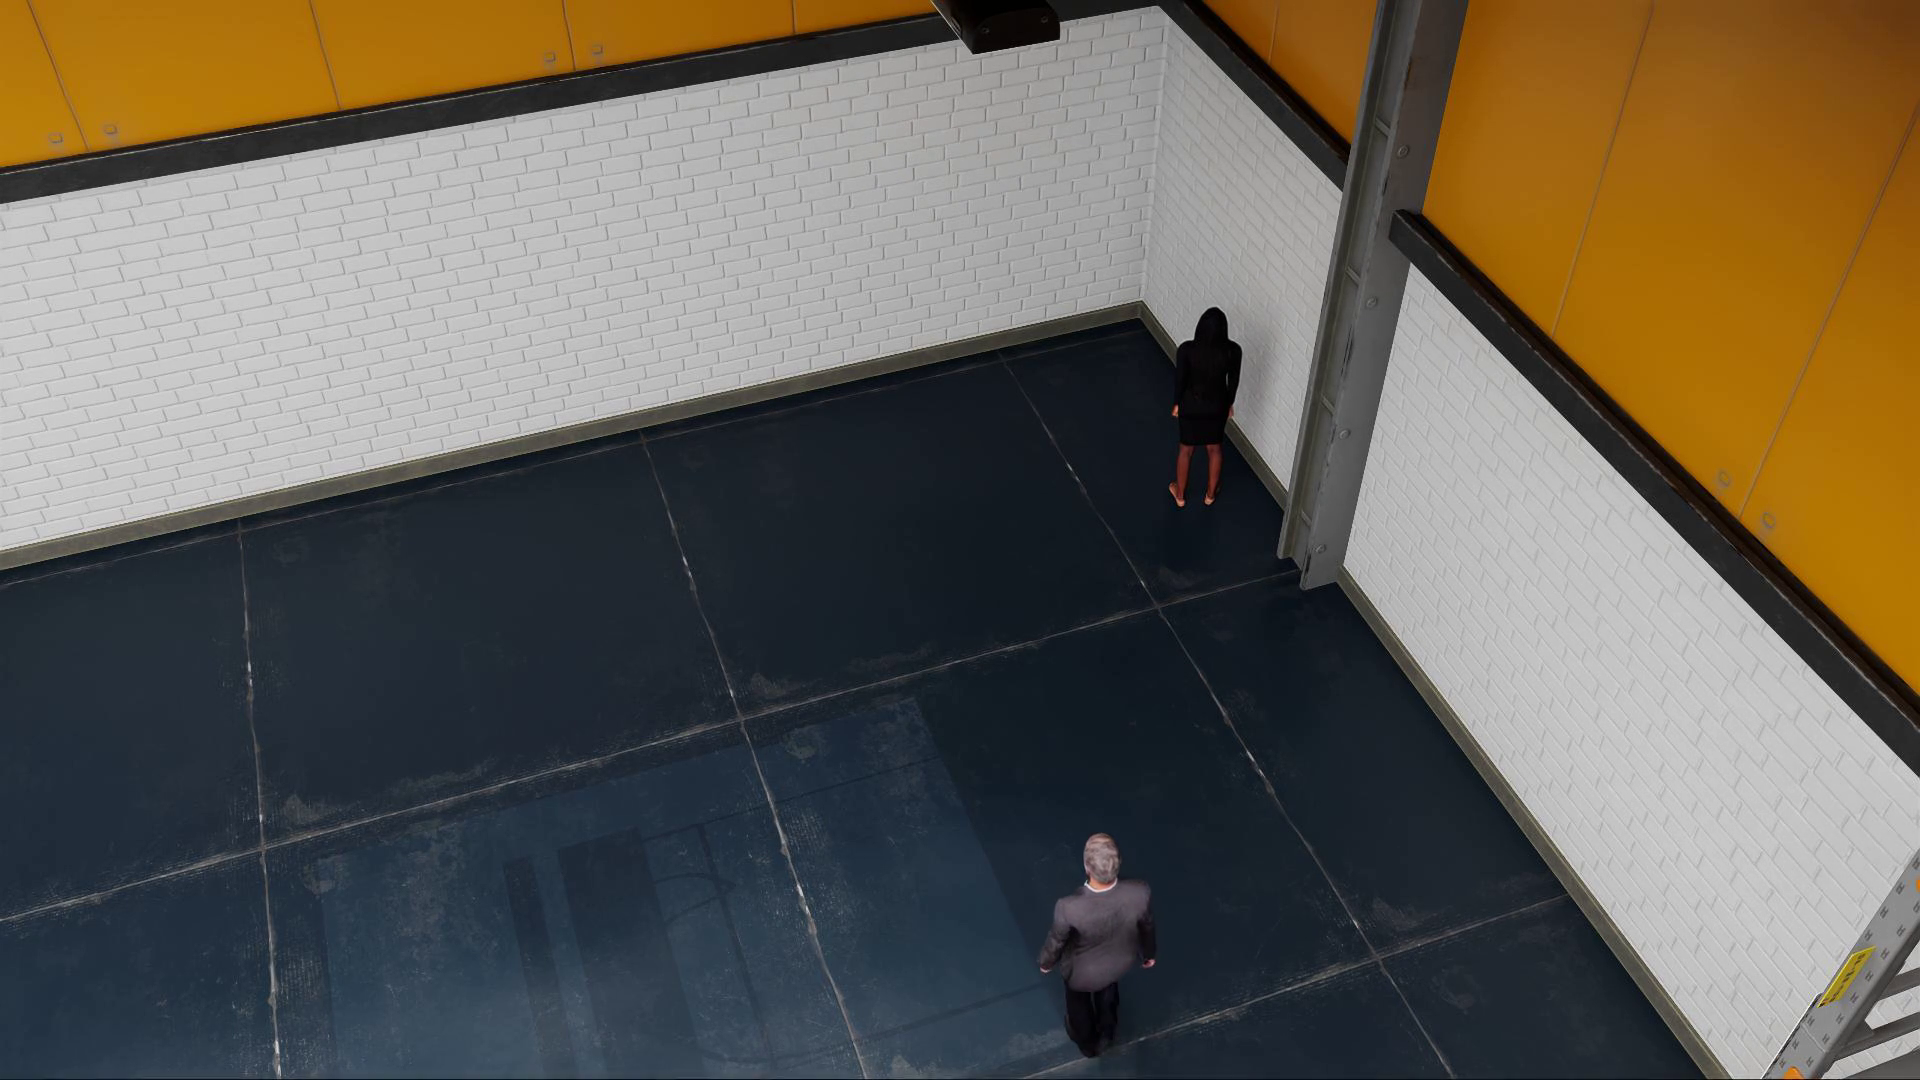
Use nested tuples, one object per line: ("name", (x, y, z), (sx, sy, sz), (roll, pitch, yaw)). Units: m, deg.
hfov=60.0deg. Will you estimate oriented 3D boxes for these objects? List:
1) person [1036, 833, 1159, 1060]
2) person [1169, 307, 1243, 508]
("person", (0.730, 2.184, 8.514), (0.768, 1.814, 0.613), (-13, 45, -14))
("person", (1.740, -0.952, 11.874), (0.676, 1.719, 0.632), (0, 44, 0))
